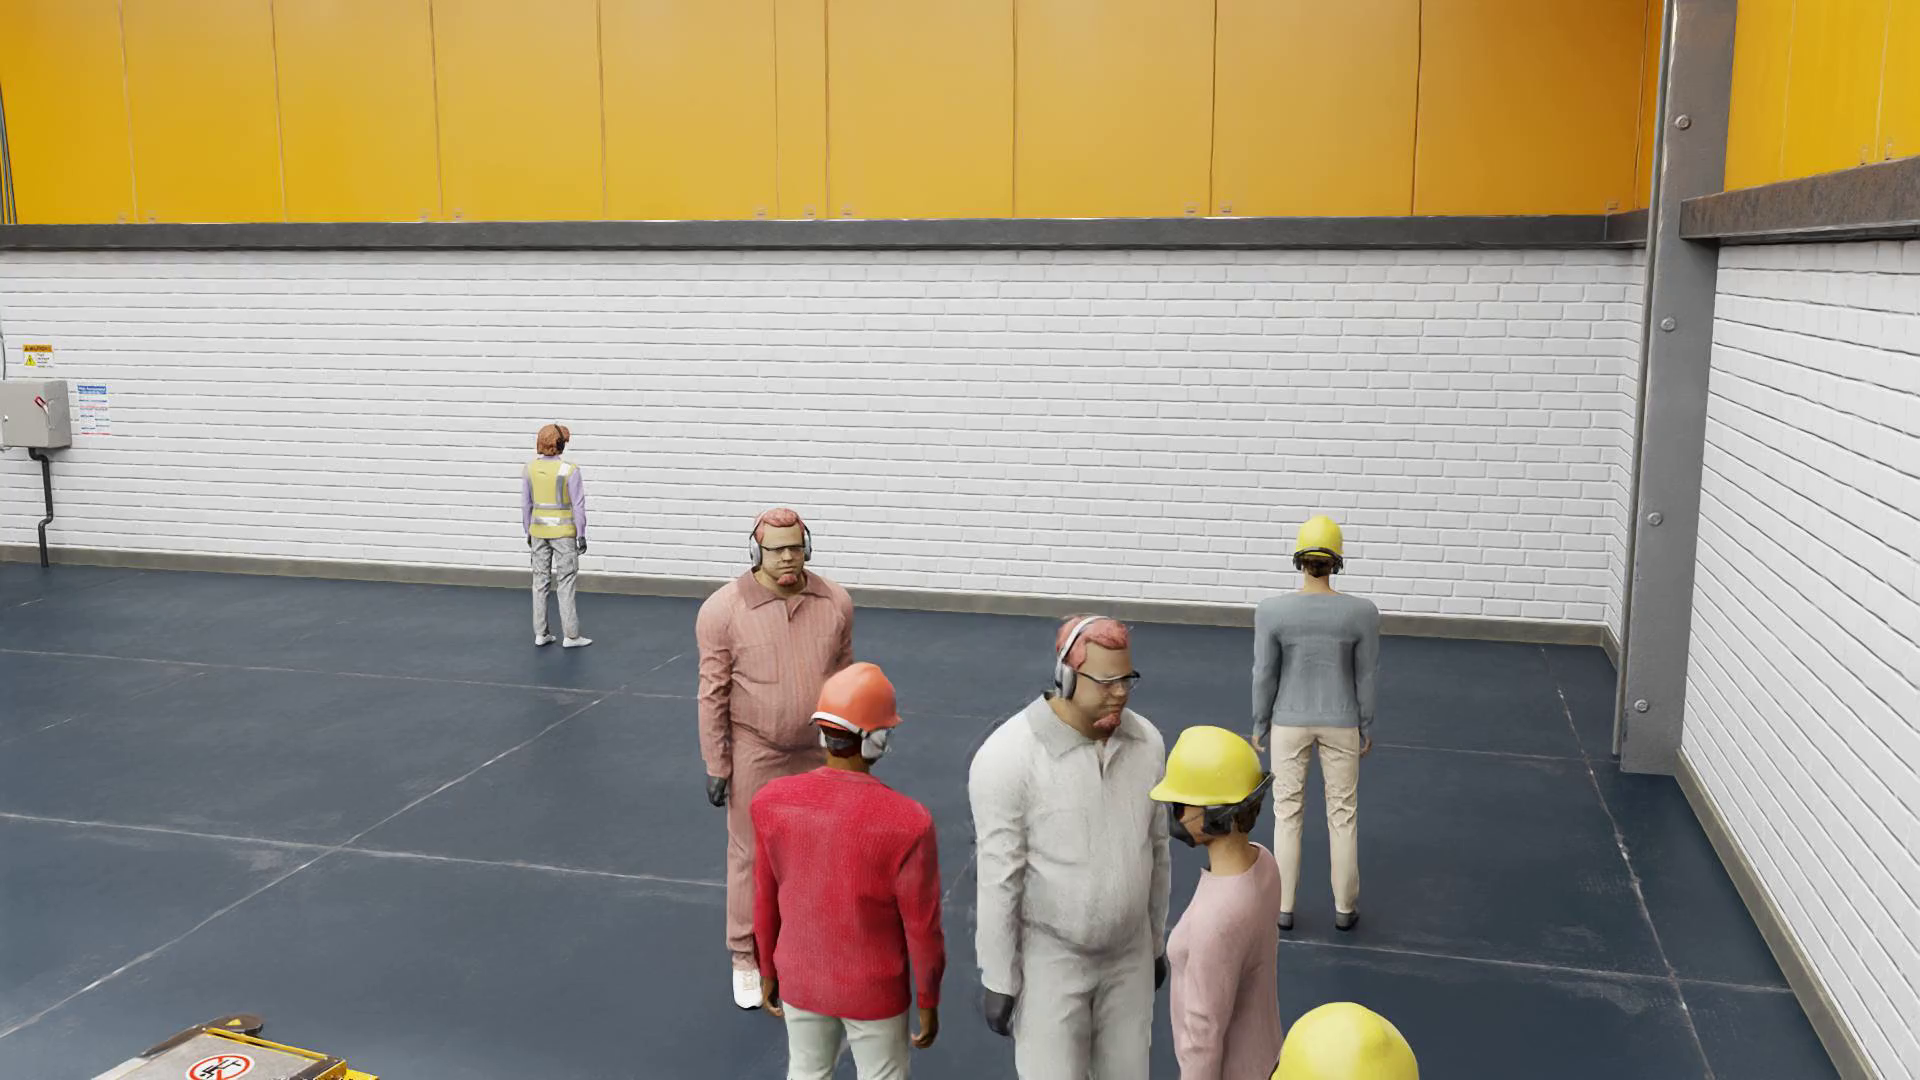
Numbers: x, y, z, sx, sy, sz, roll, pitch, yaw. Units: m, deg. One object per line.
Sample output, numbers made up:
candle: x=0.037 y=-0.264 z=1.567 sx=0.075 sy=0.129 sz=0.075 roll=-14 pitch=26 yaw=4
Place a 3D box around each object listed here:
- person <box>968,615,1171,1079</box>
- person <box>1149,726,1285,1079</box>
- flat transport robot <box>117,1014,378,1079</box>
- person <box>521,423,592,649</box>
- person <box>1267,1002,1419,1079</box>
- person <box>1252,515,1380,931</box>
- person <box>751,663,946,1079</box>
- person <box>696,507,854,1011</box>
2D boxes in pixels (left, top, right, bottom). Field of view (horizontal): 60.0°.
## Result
person: x=0.315 y=1.120 z=4.623 sx=0.663 sy=1.886 sz=0.580 roll=-6 pitch=11 yaw=-33
person: x=0.606 y=1.300 z=3.949 sx=0.341 sy=1.762 sz=0.526 roll=4 pitch=10 yaw=22
flat transport robot: x=-2.527 y=1.856 z=5.050 sx=0.652 sy=0.197 sz=1.431 roll=4 pitch=10 yaw=23
person: x=-2.944 y=-0.024 z=12.095 sx=0.521 sy=1.639 sz=0.311 roll=4 pitch=10 yaw=22
person: x=0.565 y=1.535 z=2.573 sx=0.518 sy=1.756 sz=0.345 roll=-2 pitch=10 yaw=-14
person: x=1.488 y=0.775 z=7.014 sx=0.526 sy=1.769 sz=0.328 roll=1 pitch=10 yaw=7
person: x=-0.299 y=1.197 z=4.614 sx=0.579 sy=1.737 sz=0.354 roll=4 pitch=10 yaw=23
person: x=-0.669 y=0.818 z=6.351 sx=0.652 sy=1.906 sz=0.409 roll=-5 pitch=11 yaw=-28
